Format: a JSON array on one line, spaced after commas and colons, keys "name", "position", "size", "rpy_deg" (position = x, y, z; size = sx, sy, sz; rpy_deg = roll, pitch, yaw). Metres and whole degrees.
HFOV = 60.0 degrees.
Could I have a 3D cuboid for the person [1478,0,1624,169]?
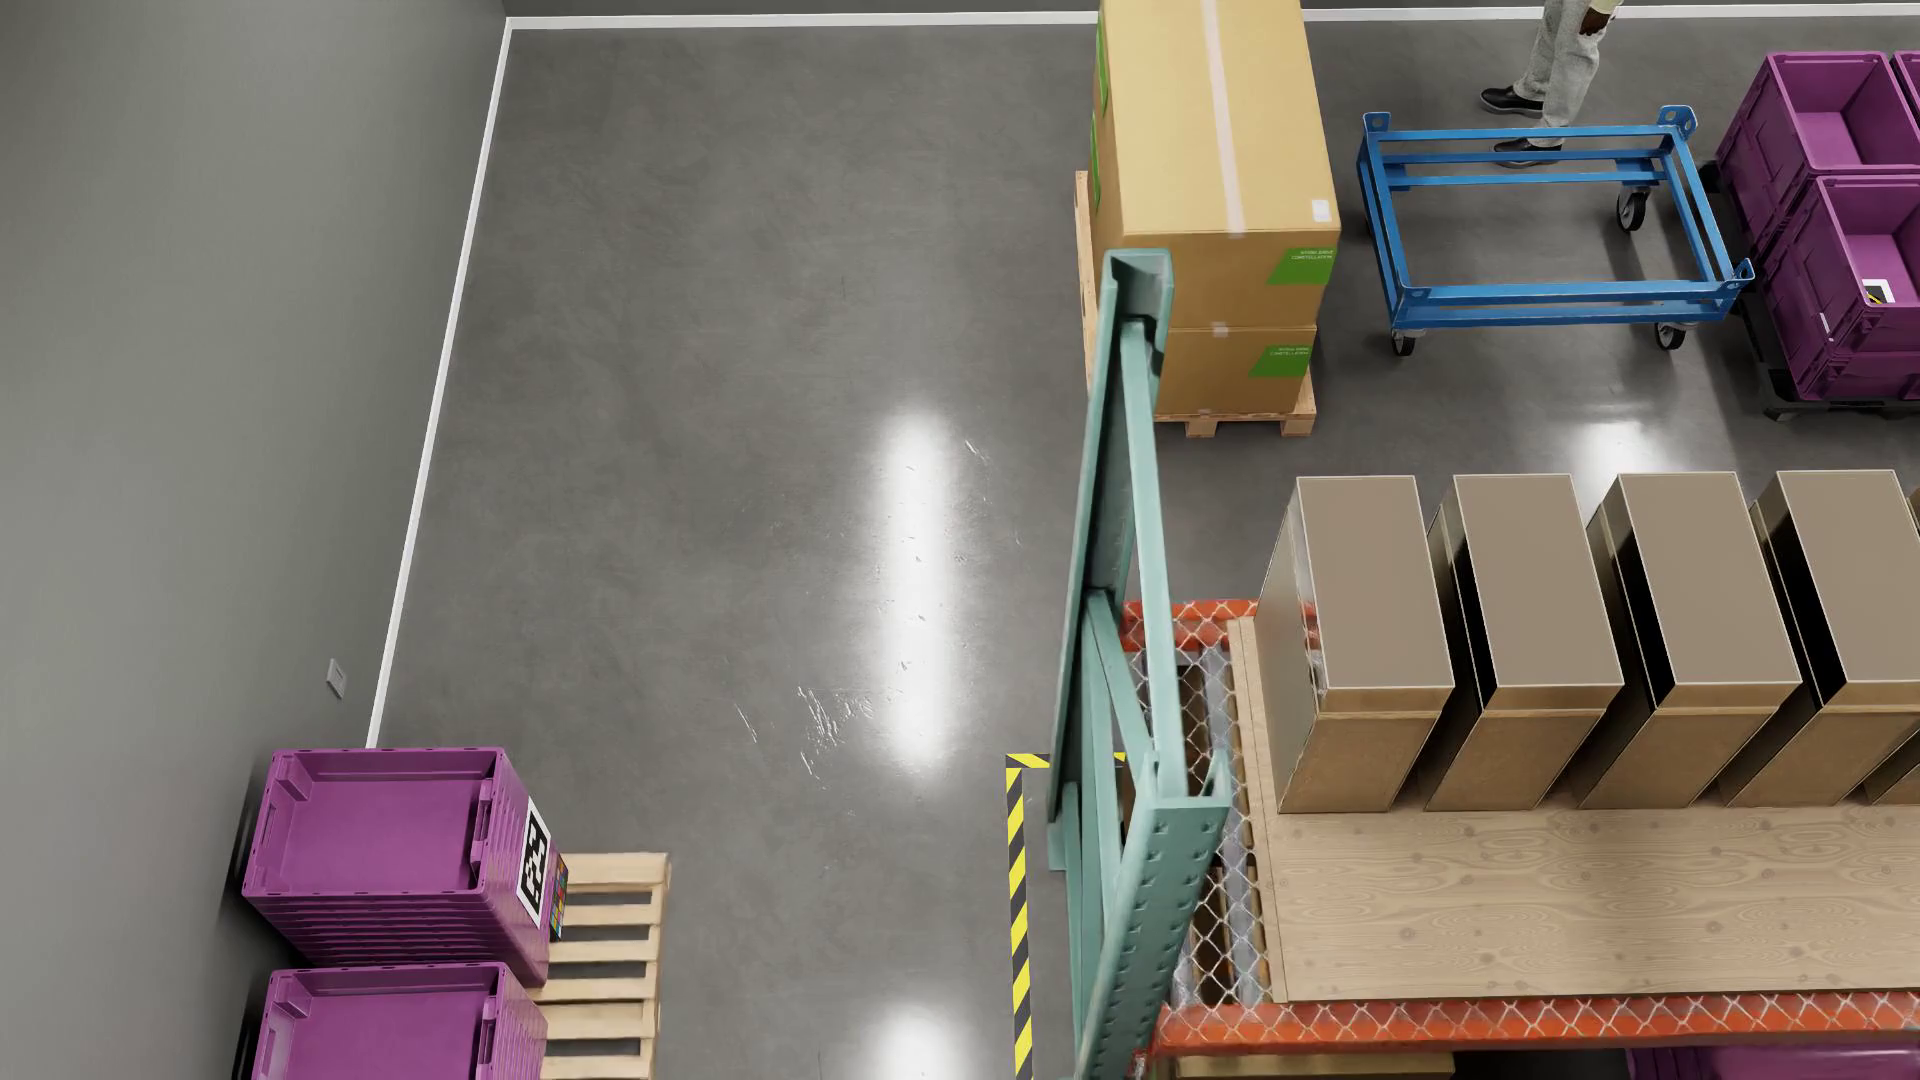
[{"name": "person", "position": [2.313, -2.157, 6.085], "size": [0.404, 1.831, 0.600], "rpy_deg": [1, 58, 1]}]
